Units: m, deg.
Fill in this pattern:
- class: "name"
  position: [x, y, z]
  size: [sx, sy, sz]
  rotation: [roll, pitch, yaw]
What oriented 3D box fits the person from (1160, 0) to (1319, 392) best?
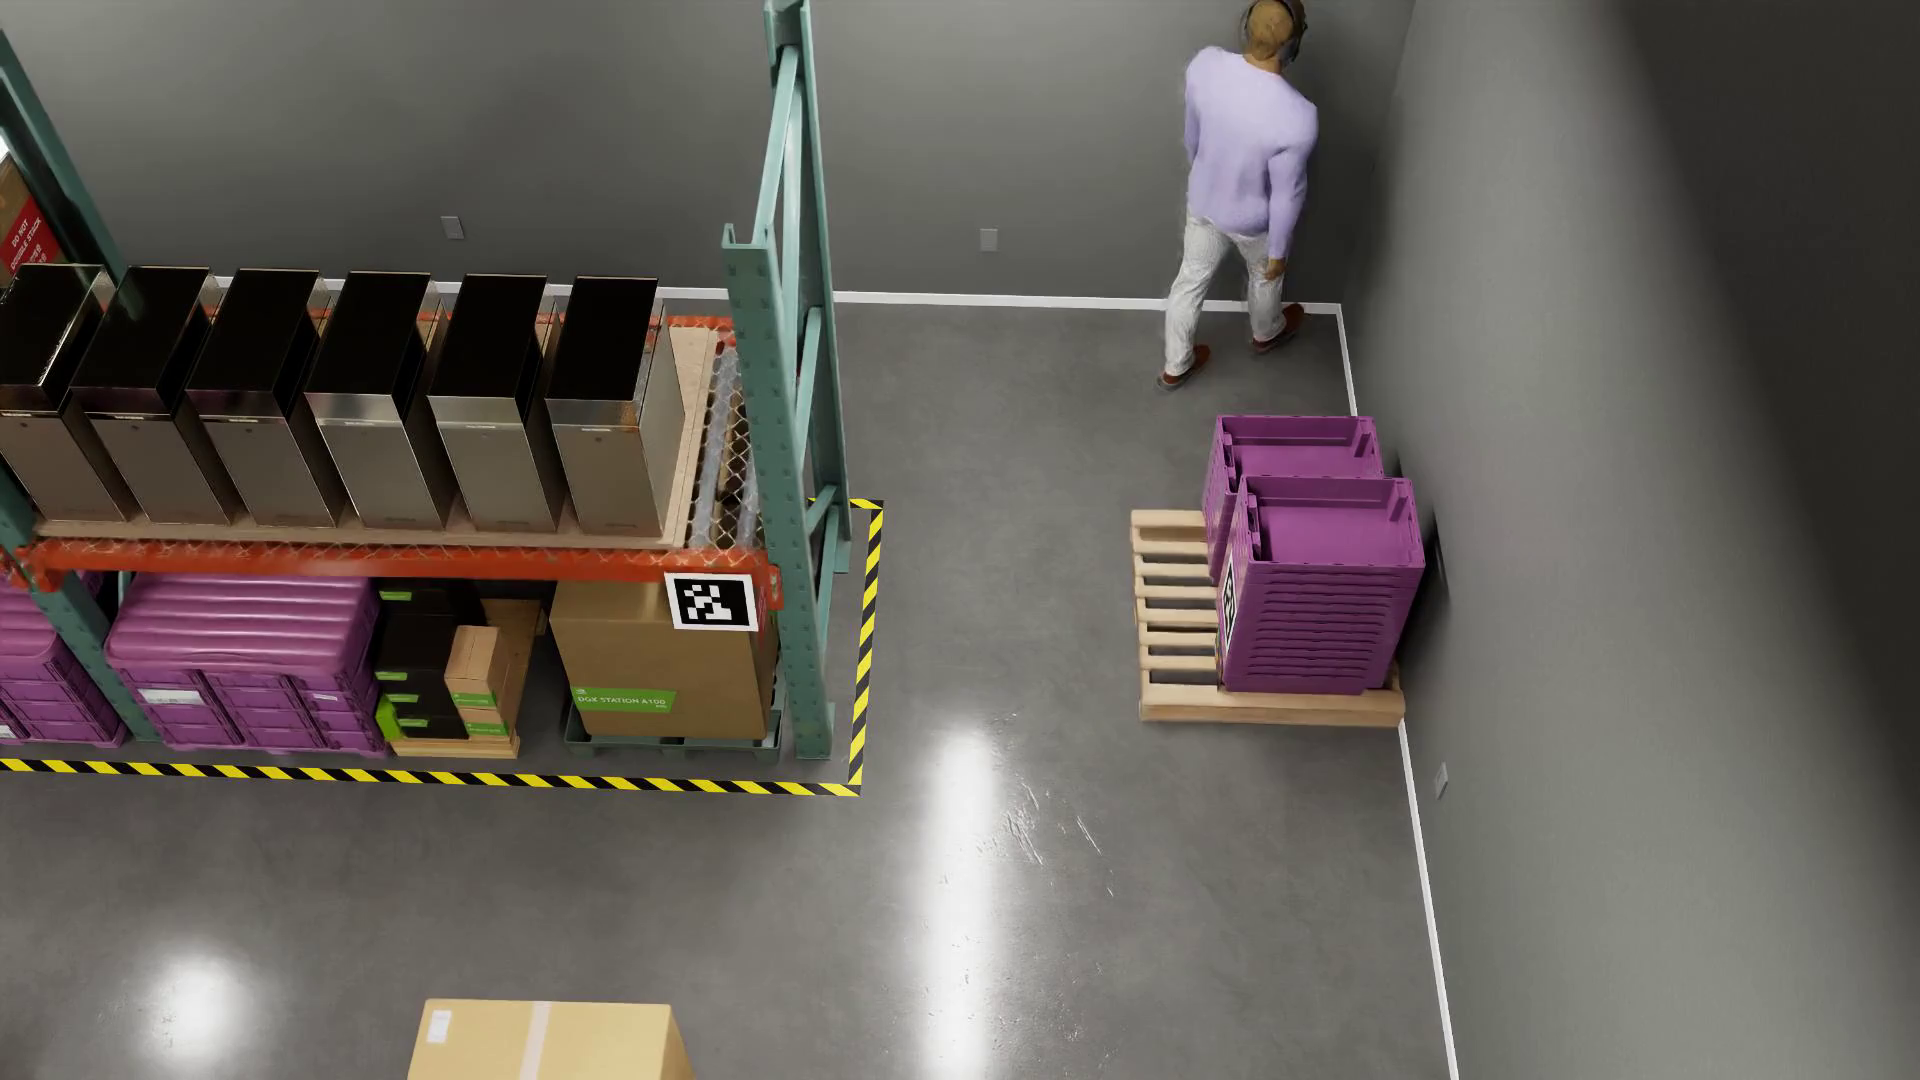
- class: "person"
  position: [1.227, -1.444, 6.847]
  size: [0.658, 1.909, 0.849]
  rotation: [38, 61, 26]
